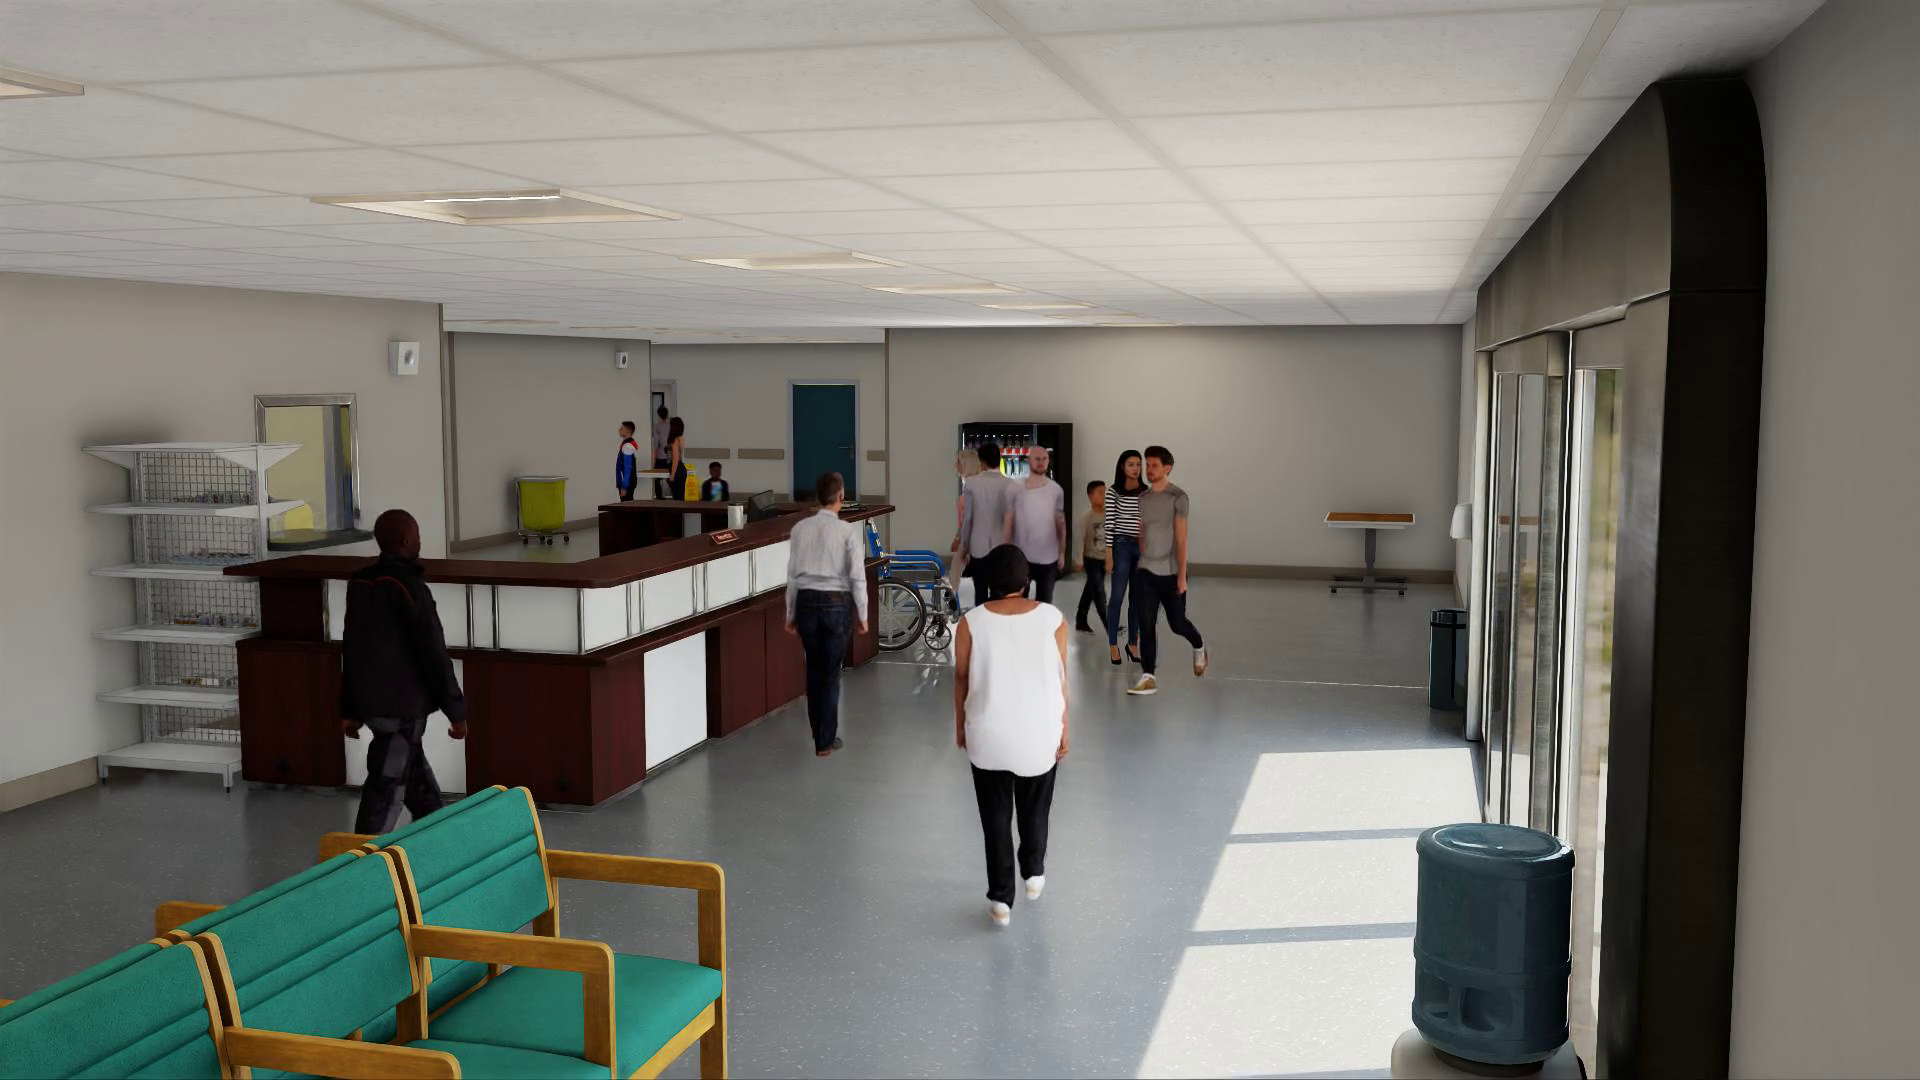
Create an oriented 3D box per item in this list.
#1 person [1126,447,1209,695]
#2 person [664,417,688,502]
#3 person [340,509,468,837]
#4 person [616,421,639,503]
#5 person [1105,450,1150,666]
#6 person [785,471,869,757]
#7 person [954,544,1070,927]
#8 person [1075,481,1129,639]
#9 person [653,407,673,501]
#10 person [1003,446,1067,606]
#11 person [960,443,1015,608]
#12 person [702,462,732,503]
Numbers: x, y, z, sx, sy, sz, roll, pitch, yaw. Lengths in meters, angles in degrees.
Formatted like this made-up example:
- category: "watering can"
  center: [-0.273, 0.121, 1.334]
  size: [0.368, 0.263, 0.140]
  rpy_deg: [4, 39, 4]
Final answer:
- category: "person"
  center: [1.582, 0.243, 12.574]
  size: [1.151, 1.866, 1.018]
  rpy_deg: [5, 8, 42]
- category: "person"
  center: [-4.297, -0.993, 25.343]
  size: [0.596, 1.769, 0.649]
  rpy_deg: [0, 6, 4]
- category: "person"
  center: [-2.665, 0.781, 7.587]
  size: [1.177, 1.794, 1.045]
  rpy_deg: [4, 7, 34]
- category: "person"
  center: [-4.688, -0.795, 23.434]
  size: [0.712, 1.757, 0.721]
  rpy_deg: [-1, 6, -12]
- category: "person"
  center: [1.411, 0.140, 13.870]
  size: [0.646, 1.795, 0.725]
  rpy_deg: [-3, 6, -25]
- category: "person"
  center: [-0.893, 0.474, 10.586]
  size: [0.597, 1.804, 0.734]
  rpy_deg: [2, 6, 16]
- category: "person"
  center: [0.233, 0.868, 7.373]
  size: [0.894, 1.663, 0.864]
  rpy_deg: [0, 6, -1]
- category: "person"
  center: [1.192, 0.195, 15.217]
  size: [0.884, 1.433, 1.046]
  rpy_deg: [-5, 8, -42]
- category: "person"
  center: [-5.206, -1.439, 29.420]
  size: [0.771, 1.841, 0.753]
  rpy_deg: [-6, 8, -44]
- category: "person"
  center: [0.613, 0.122, 13.986]
  size: [0.755, 1.824, 0.863]
  rpy_deg: [0, 6, -5]
- category: "person"
  center: [0.258, 0.095, 14.270]
  size: [0.748, 1.820, 0.855]
  rpy_deg: [1, 6, 7]
- category: "person"
  center: [-3.259, -0.409, 22.077]
  size: [0.606, 1.261, 0.679]
  rpy_deg: [-2, 6, -22]
